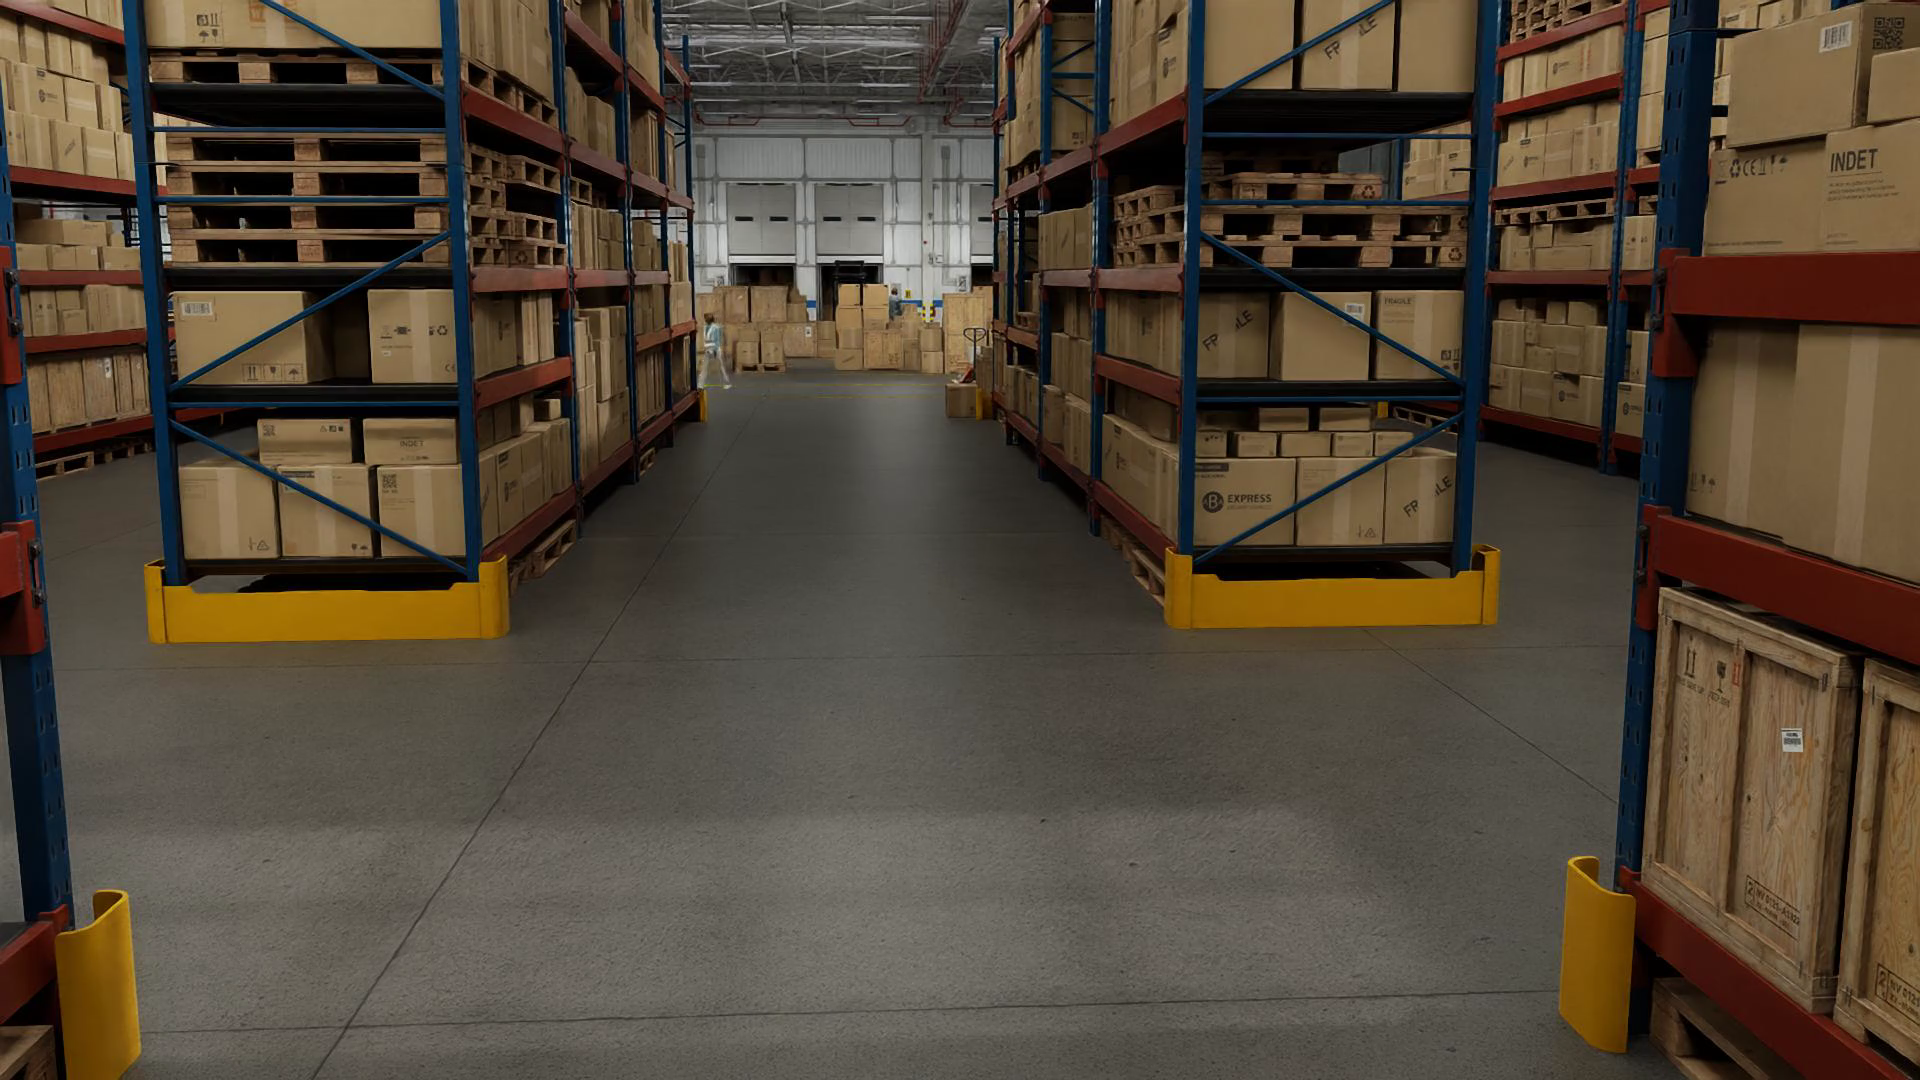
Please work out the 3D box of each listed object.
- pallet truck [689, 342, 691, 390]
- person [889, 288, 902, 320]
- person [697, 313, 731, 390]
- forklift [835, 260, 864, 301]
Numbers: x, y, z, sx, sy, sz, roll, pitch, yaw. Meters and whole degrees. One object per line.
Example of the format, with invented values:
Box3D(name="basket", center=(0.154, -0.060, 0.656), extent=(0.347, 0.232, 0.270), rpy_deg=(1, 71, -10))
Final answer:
Box3D(name="pallet truck", center=(-5.225, -3.008, 27.480), extent=(1.885, 1.965, 0.823), rpy_deg=(2, 9, 14))
Box3D(name="person", center=(-2.304, -7.816, 57.903), extent=(0.635, 1.928, 0.381), rpy_deg=(3, 10, 21))
Box3D(name="person", center=(-5.081, -3.882, 34.248), extent=(0.530, 1.593, 0.874), rpy_deg=(8, 12, 42))
Box3D(name="forklift", center=(-3.500, -7.489, 52.851), extent=(1.129, 2.768, 1.873), rpy_deg=(-1, 9, -4))
